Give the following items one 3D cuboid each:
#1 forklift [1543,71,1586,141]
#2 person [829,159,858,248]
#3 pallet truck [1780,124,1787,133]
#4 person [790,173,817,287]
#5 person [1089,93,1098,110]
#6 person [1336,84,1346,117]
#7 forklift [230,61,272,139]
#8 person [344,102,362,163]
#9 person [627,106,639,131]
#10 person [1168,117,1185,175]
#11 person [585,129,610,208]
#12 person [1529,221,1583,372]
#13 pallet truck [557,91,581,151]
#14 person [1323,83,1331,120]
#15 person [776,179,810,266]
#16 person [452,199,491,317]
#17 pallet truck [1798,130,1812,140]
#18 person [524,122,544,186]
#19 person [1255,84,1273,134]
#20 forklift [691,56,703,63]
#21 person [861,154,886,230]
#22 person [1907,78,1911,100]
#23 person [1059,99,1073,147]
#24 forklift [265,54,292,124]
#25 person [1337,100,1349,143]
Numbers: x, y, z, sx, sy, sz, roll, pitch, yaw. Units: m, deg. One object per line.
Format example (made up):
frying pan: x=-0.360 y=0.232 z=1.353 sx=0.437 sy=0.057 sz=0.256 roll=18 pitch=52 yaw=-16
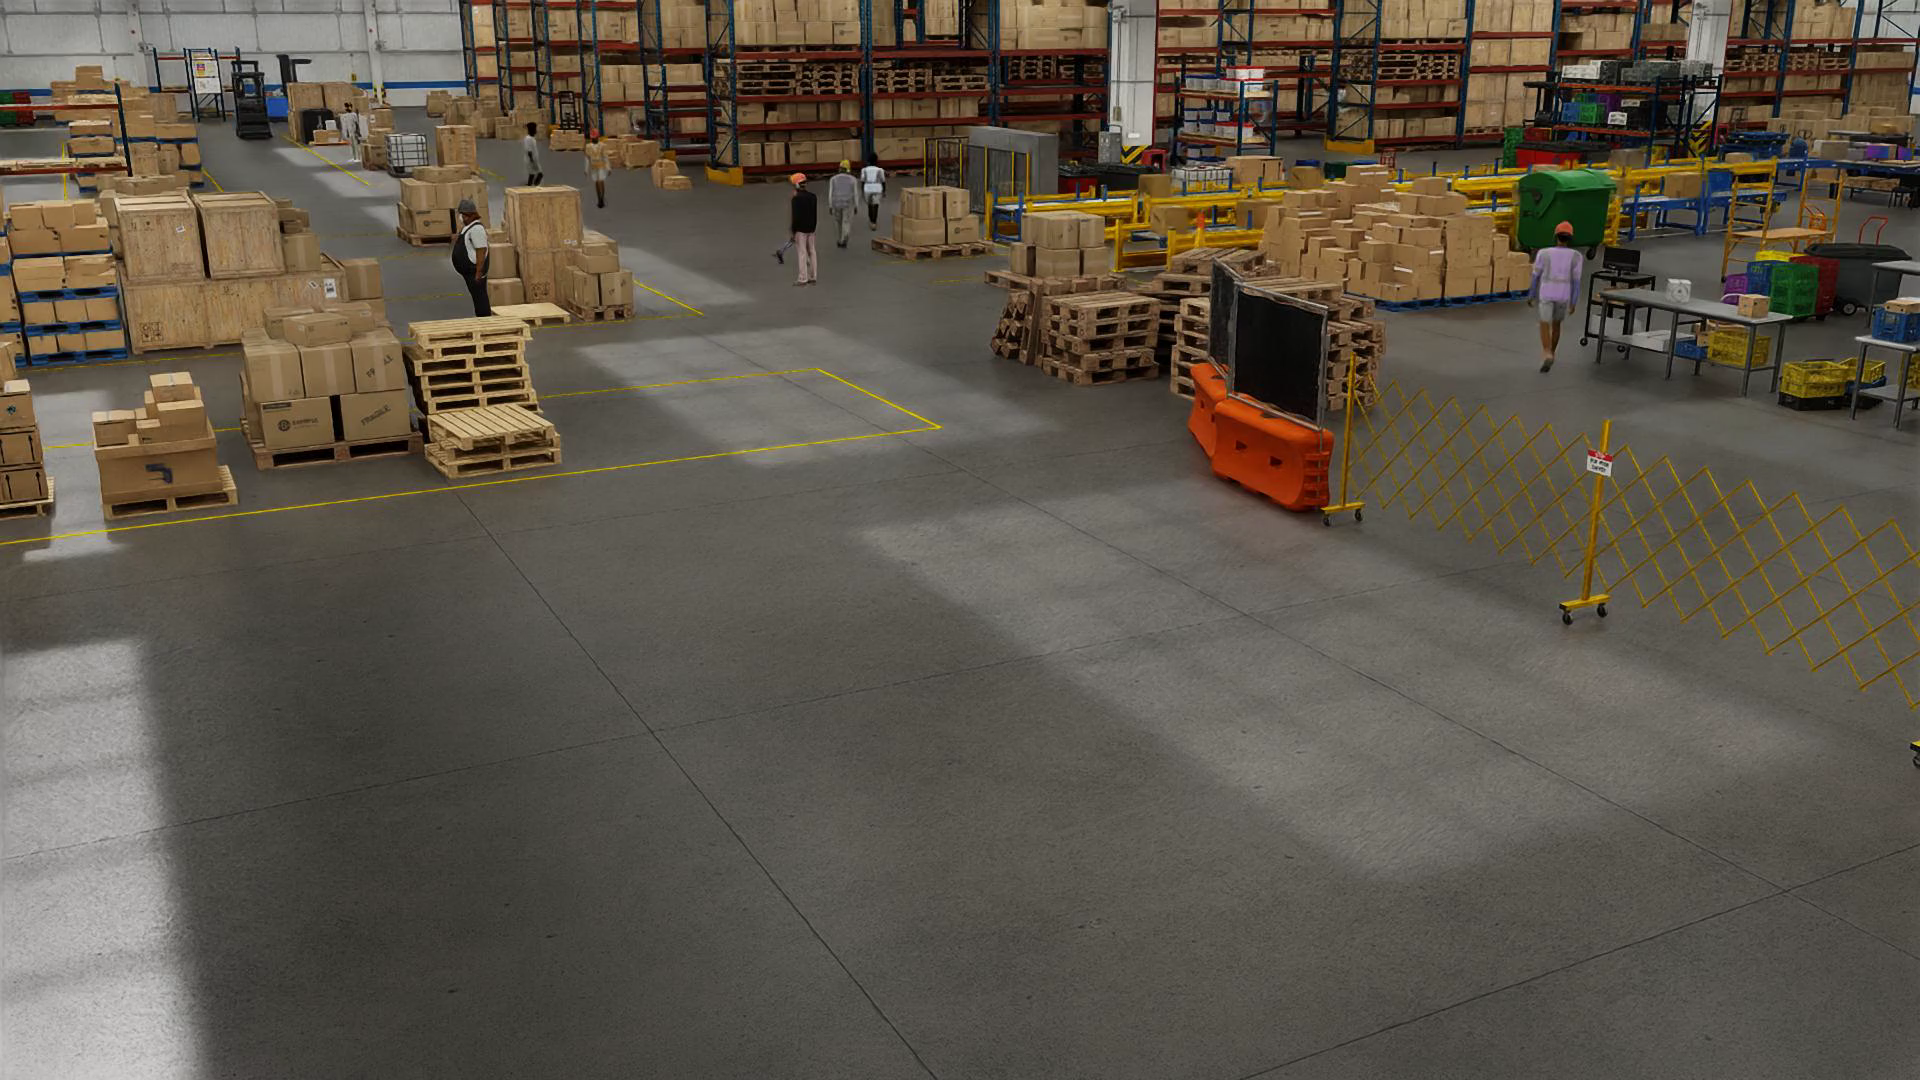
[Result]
forklift: x=18.685 y=-13.231 z=52.085 sx=1.873 sy=2.768 sz=1.129 roll=-9 pitch=20 yaw=-26
person: x=-2.369 y=-6.833 z=33.878 sx=0.598 sy=1.801 sz=0.678 roll=-1 pitch=18 yaw=-4
pallet truck: x=25.206 y=-12.542 z=52.601 sx=1.601 sy=1.201 sz=0.680 roll=0 pitch=18 yaw=-2
person: x=-2.763 y=-5.452 z=29.273 sx=0.393 sy=1.986 sz=0.610 roll=13 pitch=22 yaw=35
person: x=5.534 y=-18.137 z=69.294 sx=0.319 sy=1.693 sz=0.532 roll=-16 pitch=24 yaw=-40
person: x=15.363 y=-17.412 z=66.677 sx=0.726 sy=1.907 sz=0.568 roll=-6 pitch=19 yaw=-19
forklift: x=-26.770 y=-16.604 z=62.599 sx=1.129 sy=2.768 sz=1.873 roll=-9 pitch=20 yaw=-27
person: x=-19.300 y=-12.937 z=52.805 sx=0.526 sy=1.865 sz=0.315 roll=14 pitch=22 yaw=36
person: x=-12.433 y=-15.890 z=62.414 sx=0.807 sy=1.598 sz=0.545 roll=-8 pitch=19 yaw=-23
person: x=6.380 y=-11.591 z=48.912 sx=0.540 sy=1.679 sz=0.625 roll=12 pitch=21 yaw=32
person: x=-8.909 y=-9.080 z=40.724 sx=0.575 sy=1.890 sz=0.955 roll=1 pitch=18 yaw=2
person: x=8.078 y=-3.304 z=22.554 sx=0.618 sy=2.013 sz=0.943 roll=3 pitch=18 yaw=8
pallet truck: x=-13.495 y=-14.412 z=57.188 sx=0.823 sy=1.965 sz=1.885 roll=-3 pitch=18 yaw=-9
person: x=15.370 y=-18.176 z=69.237 sx=0.784 sy=1.797 sz=0.603 roll=-7 pitch=19 yaw=-22
person: x=-3.142 y=-6.095 z=31.676 sx=0.764 sy=1.743 sz=0.530 roll=1 pitch=18 yaw=4
person: x=-7.311 y=-4.071 z=24.880 sx=0.536 sy=2.000 sz=0.688 roll=-8 pitch=20 yaw=-24
pallet truck: x=25.526 y=-11.556 z=49.408 sx=1.630 sy=1.274 sz=0.653 roll=-9 pitch=20 yaw=-26
person: x=-10.926 y=-9.692 z=42.557 sx=0.470 sy=1.950 sz=0.628 roll=2 pitch=18 yaw=5
person: x=11.862 y=-16.717 z=64.555 sx=1.025 sy=1.894 sz=0.649 roll=-9 pitch=20 yaw=-26
forklift: x=-10.876 y=-18.583 z=68.767 sx=1.873 sy=2.768 sz=1.129 roll=-9 pitch=20 yaw=-26
person: x=-1.917 y=-7.715 z=36.872 sx=0.545 sy=1.652 sz=0.883 roll=3 pitch=18 yaw=8
person: x=39.011 y=-18.106 z=68.811 sx=0.613 sy=1.932 sz=0.519 roll=-10 pitch=20 yaw=-28
person: x=3.436 y=-13.503 z=54.521 sx=0.666 sy=1.890 sz=0.657 roll=-4 pitch=18 yaw=-12
forklift: x=-28.519 y=-19.119 z=70.438 sx=1.873 sy=2.768 sz=1.129 roll=-9 pitch=20 yaw=-26
person: x=13.559 y=-14.744 z=58.847 sx=0.670 sy=1.610 sz=0.504 roll=-9 pitch=20 yaw=-26
